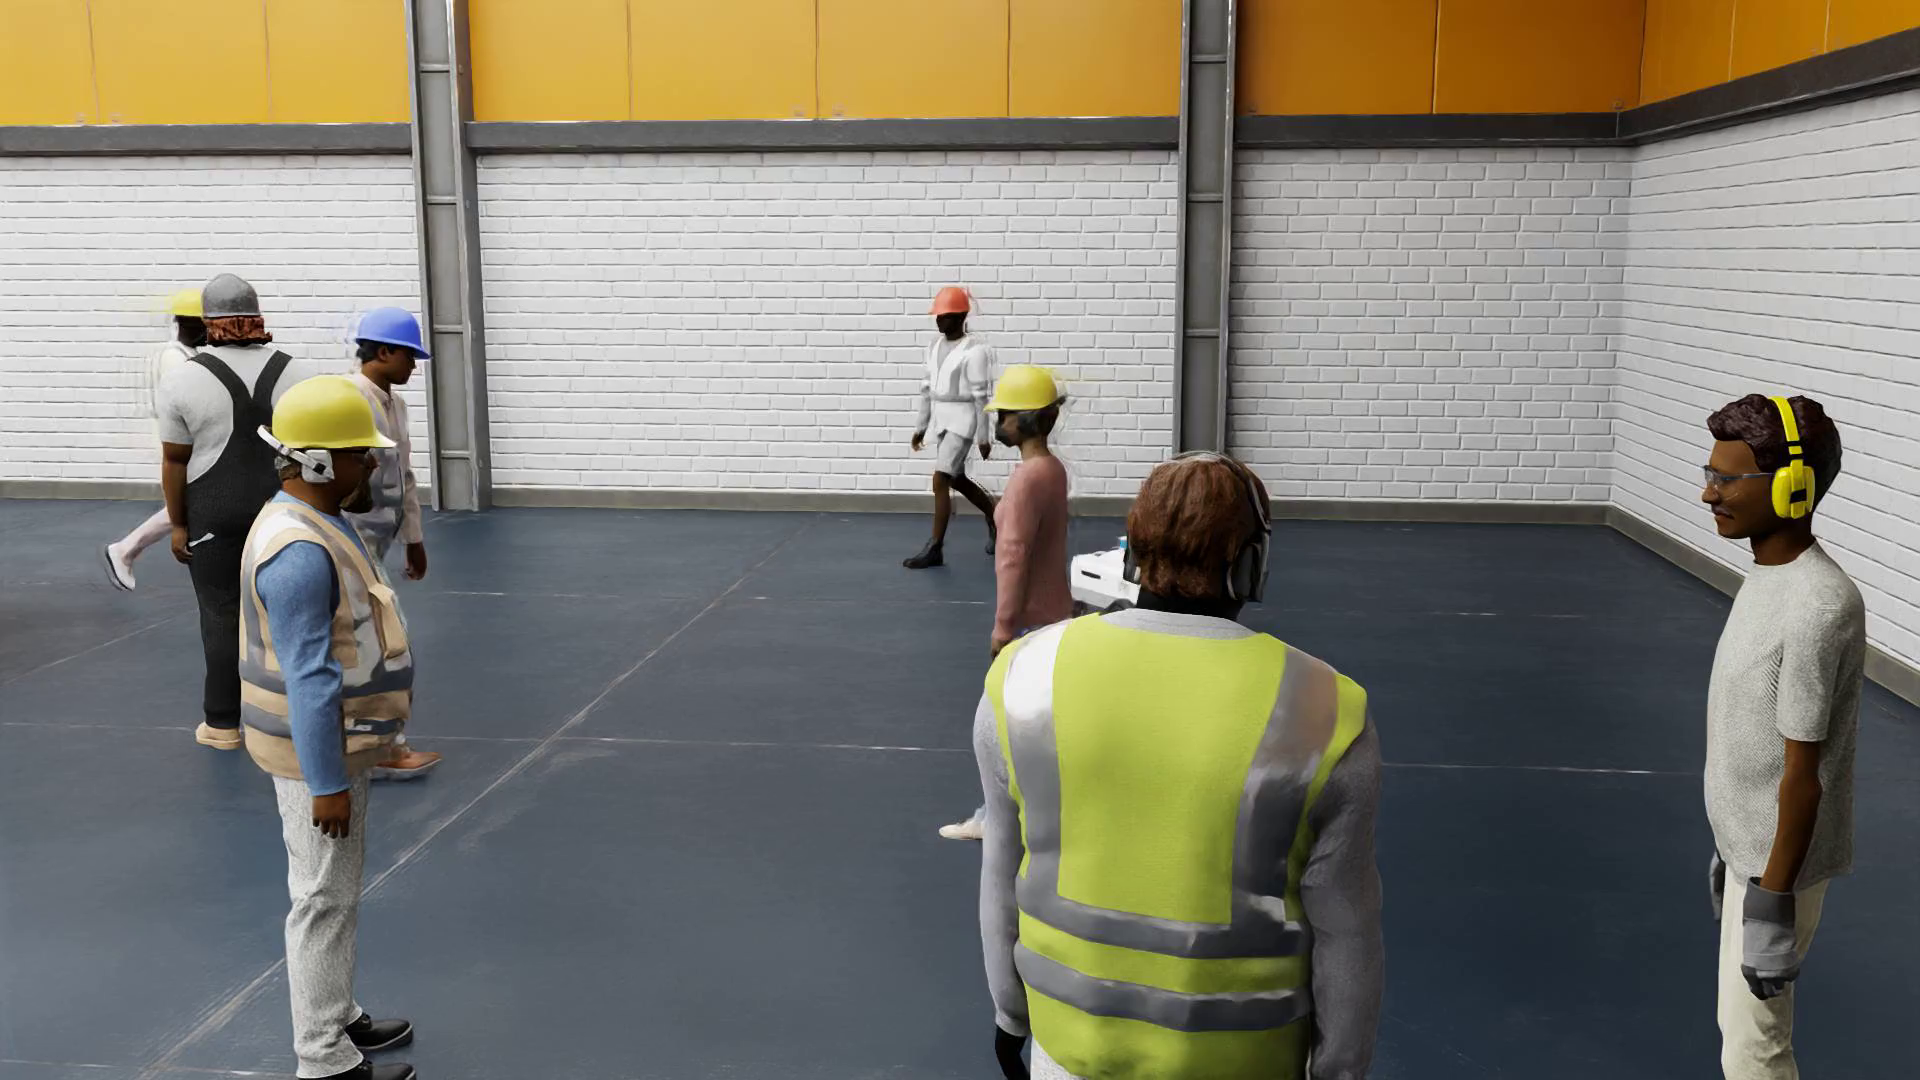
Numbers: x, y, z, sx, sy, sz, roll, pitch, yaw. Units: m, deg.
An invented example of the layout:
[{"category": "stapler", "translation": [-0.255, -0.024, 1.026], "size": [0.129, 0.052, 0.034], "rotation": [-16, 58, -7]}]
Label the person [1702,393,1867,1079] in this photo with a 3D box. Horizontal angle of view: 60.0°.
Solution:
[{"category": "person", "translation": [1.556, 0.643, 3.263], "size": [0.334, 1.860, 0.509], "rotation": [3, 10, 19]}]

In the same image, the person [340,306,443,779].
[{"category": "person", "translation": [-2.393, 0.020, 6.688], "size": [0.778, 1.894, 0.628], "rotation": [0, 10, 0]}]

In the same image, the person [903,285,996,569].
[{"category": "person", "translation": [0.020, -0.781, 11.308], "size": [0.950, 1.907, 0.539], "rotation": [-6, 12, -33]}]

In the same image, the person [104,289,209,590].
[{"category": "person", "translation": [-4.846, -0.604, 10.300], "size": [0.805, 1.896, 0.575], "rotation": [-1, 10, -7]}]

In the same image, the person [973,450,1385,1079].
[{"category": "person", "translation": [0.337, 0.773, 2.604], "size": [0.635, 1.831, 0.429], "rotation": [4, 11, 21]}]

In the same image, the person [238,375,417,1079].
[{"category": "person", "translation": [-1.571, 0.502, 4.177], "size": [0.404, 1.824, 0.586], "rotation": [-3, 10, -15]}]

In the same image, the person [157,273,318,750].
[{"category": "person", "translation": [-3.095, -0.138, 7.203], "size": [0.680, 2.000, 0.535], "rotation": [-7, 12, -36]}]
